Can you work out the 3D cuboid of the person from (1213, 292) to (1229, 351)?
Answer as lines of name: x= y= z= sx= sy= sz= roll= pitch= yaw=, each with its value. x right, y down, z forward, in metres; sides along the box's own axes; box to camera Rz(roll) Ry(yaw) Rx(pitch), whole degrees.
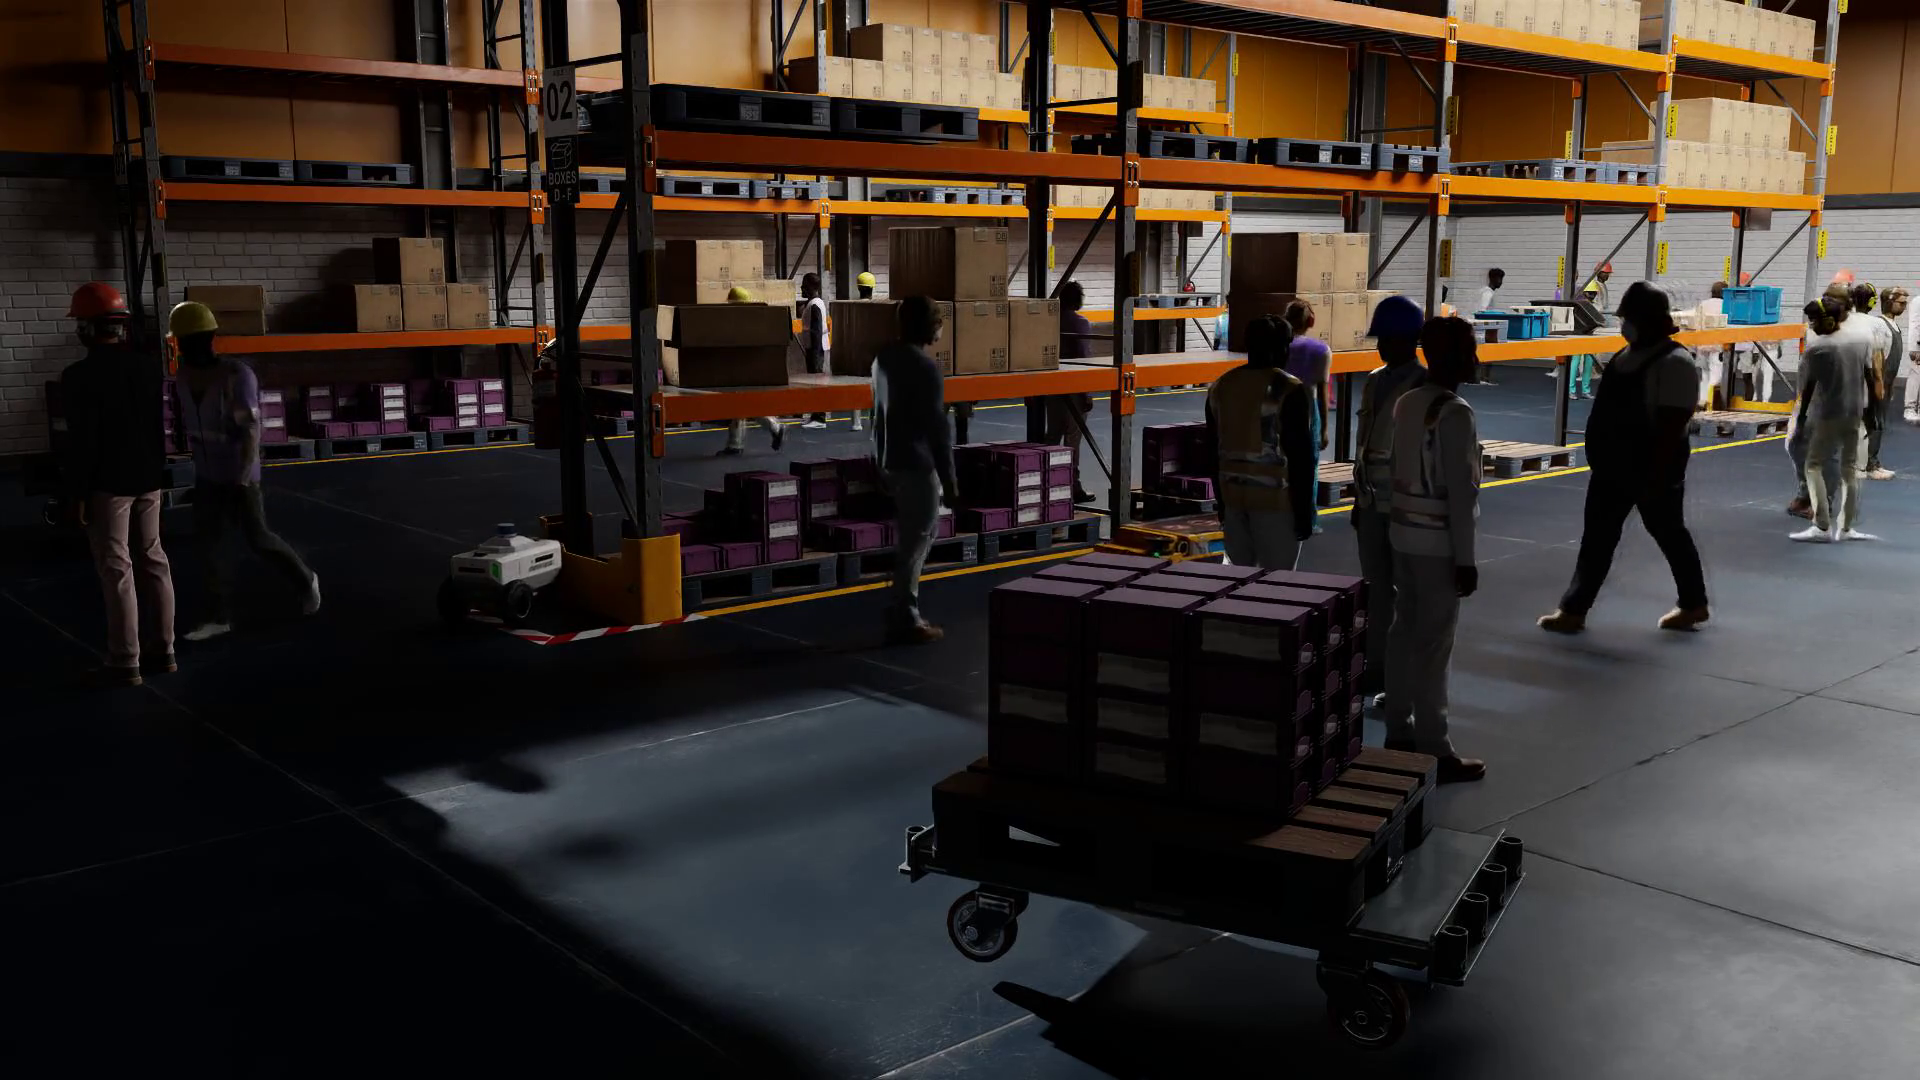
person: x=3.467 y=-2.318 z=21.139 sx=0.544 sy=1.681 sz=0.375 roll=7 pitch=12 yaw=37

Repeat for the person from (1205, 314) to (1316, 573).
person: x=1.495 y=-0.177 z=8.159 sx=0.429 sy=1.845 sz=0.621 roll=-8 pitch=12 yaw=-38

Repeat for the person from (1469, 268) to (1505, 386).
person: x=8.665 y=-3.479 z=27.246 sx=0.668 sy=1.927 sz=0.616 roll=2 pitch=10 yaw=12

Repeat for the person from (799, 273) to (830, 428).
person: x=-1.810 y=-2.348 z=20.635 sx=0.385 sy=1.921 sz=0.596 roll=-2 pitch=10 yaw=-10

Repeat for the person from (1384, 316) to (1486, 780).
person: x=1.946 y=0.031 z=6.819 sx=0.357 sy=1.883 sz=0.573 roll=-2 pitch=10 yaw=-10

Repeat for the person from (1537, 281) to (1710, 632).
person: x=3.837 y=-0.479 z=9.345 sx=1.021 sy=2.000 sz=0.688 roll=-2 pitch=10 yaw=-14

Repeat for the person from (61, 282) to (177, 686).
person: x=-4.193 y=-0.272 z=8.266 sx=0.378 sy=1.995 sz=0.609 roll=3 pitch=10 yaw=15

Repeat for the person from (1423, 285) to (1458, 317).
person: x=7.153 y=-2.956 z=24.843 sx=0.535 sy=1.699 sz=0.322 roll=2 pitch=10 yaw=12

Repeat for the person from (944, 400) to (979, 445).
person: x=-0.076 y=-1.447 z=15.353 sx=0.550 sy=1.934 sz=0.372 roll=-4 pitch=11 yaw=-23

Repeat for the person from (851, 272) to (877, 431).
person: x=-1.141 y=-2.269 z=20.156 sx=0.587 sy=1.927 sz=0.369 roll=3 pitch=10 yaw=18

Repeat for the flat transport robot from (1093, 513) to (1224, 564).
flat transport robot: x=1.690 y=-0.021 z=11.839 sx=1.431 sy=0.197 sz=0.652 roll=-8 pitch=12 yaw=-39

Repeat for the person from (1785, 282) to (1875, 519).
person: x=6.939 y=-1.096 z=13.315 sx=0.490 sy=1.915 sz=0.648 roll=-4 pitch=10 yaw=-22

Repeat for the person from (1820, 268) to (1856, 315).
person: x=11.139 y=-2.453 z=21.100 sx=0.633 sy=1.972 sz=0.814 roll=6 pitch=11 yaw=30

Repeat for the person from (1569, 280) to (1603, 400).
person: x=9.286 y=-2.957 z=24.654 sx=0.523 sy=1.769 sz=0.321 roll=-2 pitch=10 yaw=-14

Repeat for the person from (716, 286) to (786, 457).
person: x=-2.243 y=-1.782 z=17.632 sx=0.694 sy=1.816 sz=0.600 roll=-6 pitch=11 yaw=-31

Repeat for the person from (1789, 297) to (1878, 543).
person: x=6.535 y=-0.885 z=12.370 sx=0.667 sy=1.831 sz=0.335 roll=-1 pitch=10 yaw=-5

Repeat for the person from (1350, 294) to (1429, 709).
person: x=2.055 y=-0.181 z=7.874 sx=0.391 sy=1.947 sz=0.602 roll=-4 pitch=11 yaw=-23

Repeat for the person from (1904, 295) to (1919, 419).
person: x=12.579 y=-2.491 z=21.552 sx=0.662 sy=1.913 sz=0.406 roll=-4 pitch=10 yaw=-22

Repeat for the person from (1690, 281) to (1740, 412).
person: x=9.987 y=-2.533 z=22.131 sx=0.831 sy=1.809 sz=0.638 roll=-7 pitch=12 yaw=-35

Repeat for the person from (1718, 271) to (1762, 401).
person: x=9.981 y=-2.465 z=21.306 sx=0.380 sy=1.929 sz=0.543 roll=-9 pitch=13 yaw=-42

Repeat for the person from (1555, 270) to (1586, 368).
person: x=10.697 y=-3.821 z=29.209 sx=0.543 sy=1.940 sz=0.361 roll=4 pitch=11 yaw=24

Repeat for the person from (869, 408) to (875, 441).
person: x=-0.876 y=-1.936 z=19.093 sx=0.494 sy=1.624 sz=0.282 roll=1 pitch=10 yaw=3

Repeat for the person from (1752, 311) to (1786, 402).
person: x=11.613 y=-2.772 z=24.041 sx=0.527 sy=1.606 sz=0.806 roll=3 pitch=10 yaw=18

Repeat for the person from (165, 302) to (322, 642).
person: x=-4.083 y=-0.412 z=9.436 sx=0.603 sy=1.887 sz=0.847 roll=4 pitch=10 yaw=21

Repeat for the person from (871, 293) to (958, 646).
person: x=-0.214 y=-0.370 z=9.043 sx=0.484 sy=1.925 sz=0.664 roll=-5 pitch=11 yaw=-27

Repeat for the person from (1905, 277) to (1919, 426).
person: x=12.036 y=-2.358 z=20.466 sx=0.624 sy=1.989 sz=0.815 roll=-9 pitch=13 yaw=-43

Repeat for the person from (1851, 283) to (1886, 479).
person: x=8.574 y=-1.511 z=15.888 sx=0.328 sy=1.872 sz=0.512 roll=-8 pitch=12 yaw=-38

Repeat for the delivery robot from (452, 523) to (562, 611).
delivery robot: x=-2.651 y=0.145 z=9.761 sx=0.477 sy=0.478 sz=0.707 roll=3 pitch=10 yaw=20

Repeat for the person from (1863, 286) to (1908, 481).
person: x=8.800 y=-1.492 z=15.851 sx=0.345 sy=1.844 sz=0.507 roll=8 pitch=12 yaw=38

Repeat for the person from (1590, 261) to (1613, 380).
person: x=11.014 y=-3.777 z=28.659 sx=0.396 sy=2.038 sz=0.611 roll=7 pitch=12 yaw=35

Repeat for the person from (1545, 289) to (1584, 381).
person: x=10.405 y=-3.512 z=28.388 sx=0.801 sy=1.588 sz=0.532 roll=7 pitch=12 yaw=37

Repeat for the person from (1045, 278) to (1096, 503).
person: x=0.925 y=-1.291 z=14.400 sx=0.355 sy=1.936 sz=0.636 roll=-8 pitch=12 yaw=-38

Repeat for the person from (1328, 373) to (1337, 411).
person: x=5.006 y=-2.613 z=22.742 sx=0.809 sy=1.733 sz=0.543 roll=2 pitch=10 yaw=14

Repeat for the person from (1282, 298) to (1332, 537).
person: x=2.479 y=-0.886 z=12.384 sx=0.581 sy=1.820 sz=0.826 roll=6 pitch=11 yaw=32
